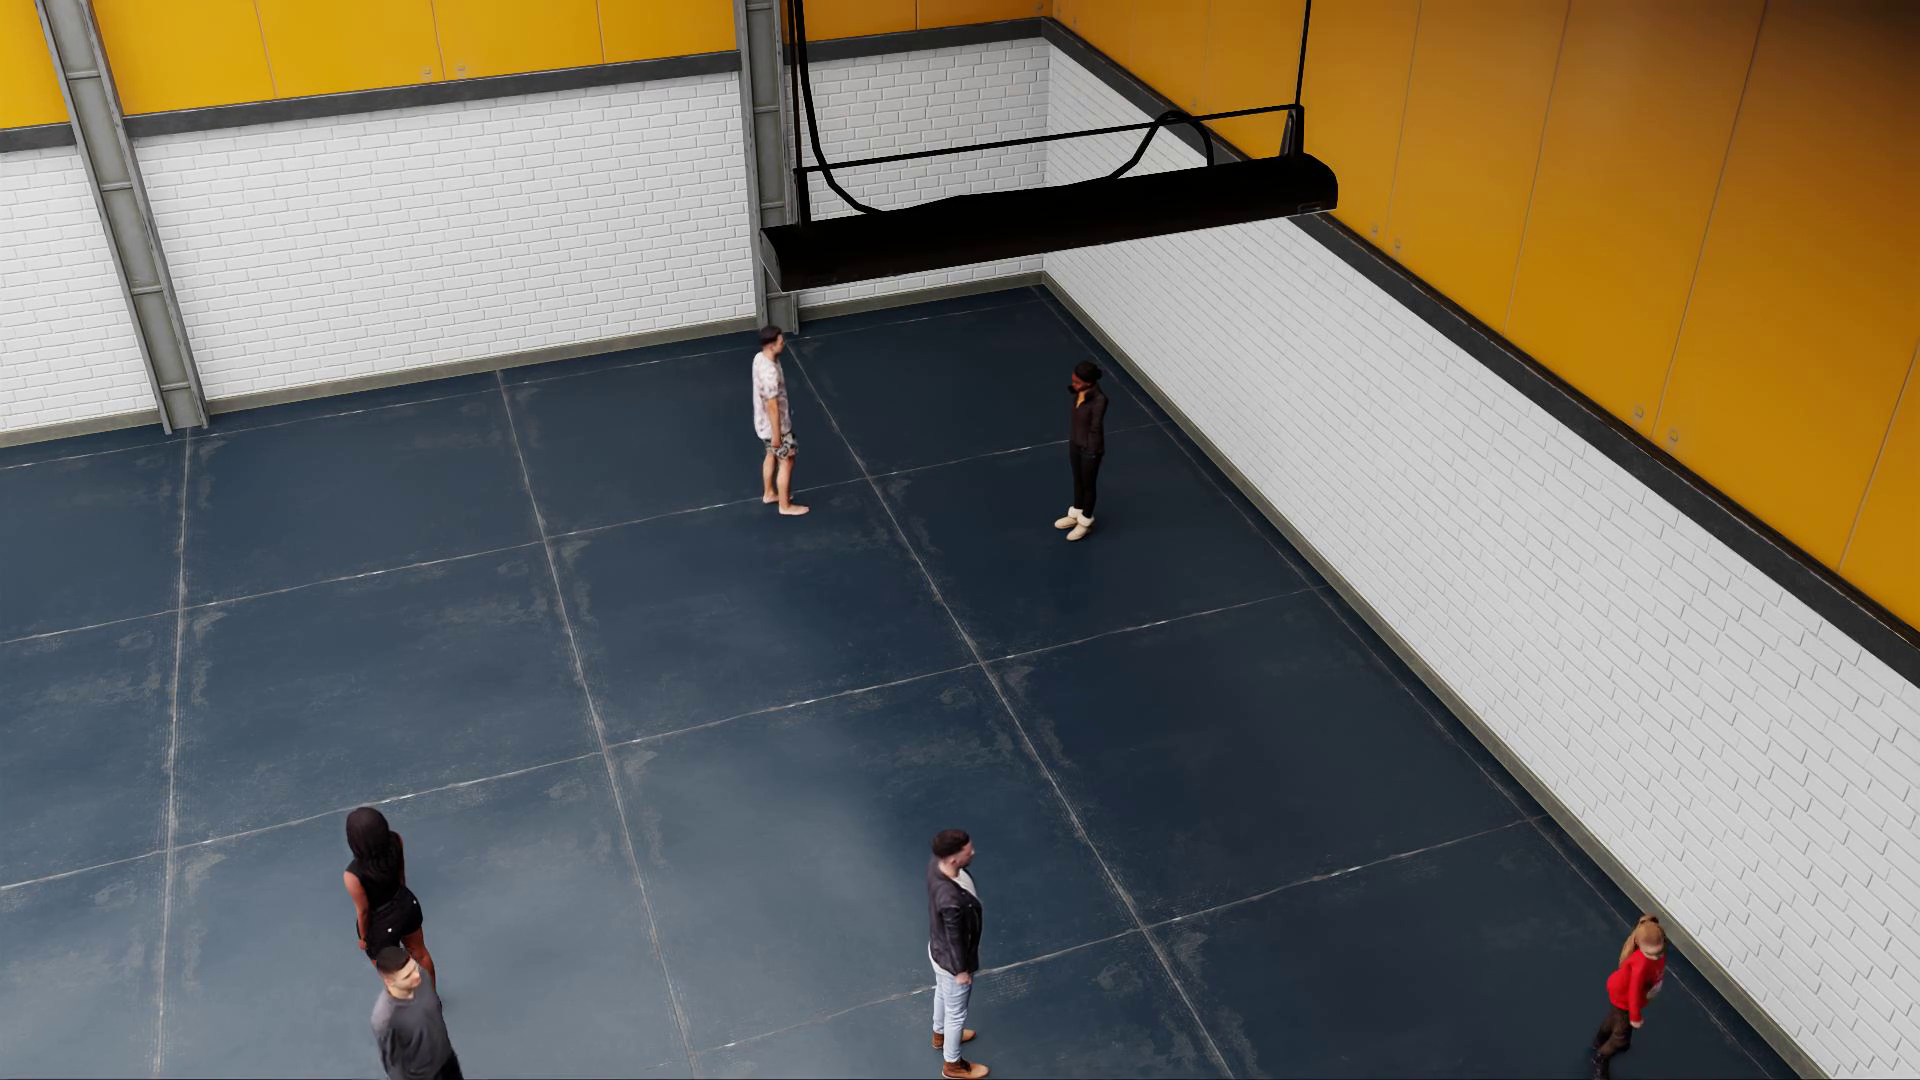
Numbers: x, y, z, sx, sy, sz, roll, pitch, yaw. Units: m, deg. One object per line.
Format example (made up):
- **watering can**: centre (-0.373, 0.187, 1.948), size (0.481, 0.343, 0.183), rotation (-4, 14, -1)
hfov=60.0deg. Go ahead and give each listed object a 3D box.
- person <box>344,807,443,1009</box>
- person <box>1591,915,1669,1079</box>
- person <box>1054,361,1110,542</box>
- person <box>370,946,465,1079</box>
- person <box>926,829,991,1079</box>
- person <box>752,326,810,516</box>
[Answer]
- **person**: centre (-3.342, 2.231, 9.744), size (0.715, 1.741, 0.670), rotation (12, 35, 17)
- **person**: centre (3.856, 2.625, 9.587), size (0.719, 1.258, 0.609), rotation (13, 36, 19)
- **person**: centre (1.101, -0.811, 14.395), size (0.671, 1.659, 0.613), rotation (-16, 37, -23)
- **person**: centre (-2.936, 2.786, 8.905), size (1.015, 1.745, 0.869), rotation (6, 34, 8)
- **person**: centre (-0.048, 2.346, 9.484), size (0.581, 1.838, 0.676), rotation (-7, 34, -11)
- **person**: centre (-1.693, -1.068, 14.646), size (0.625, 1.809, 0.678), rotation (-10, 35, -15)
